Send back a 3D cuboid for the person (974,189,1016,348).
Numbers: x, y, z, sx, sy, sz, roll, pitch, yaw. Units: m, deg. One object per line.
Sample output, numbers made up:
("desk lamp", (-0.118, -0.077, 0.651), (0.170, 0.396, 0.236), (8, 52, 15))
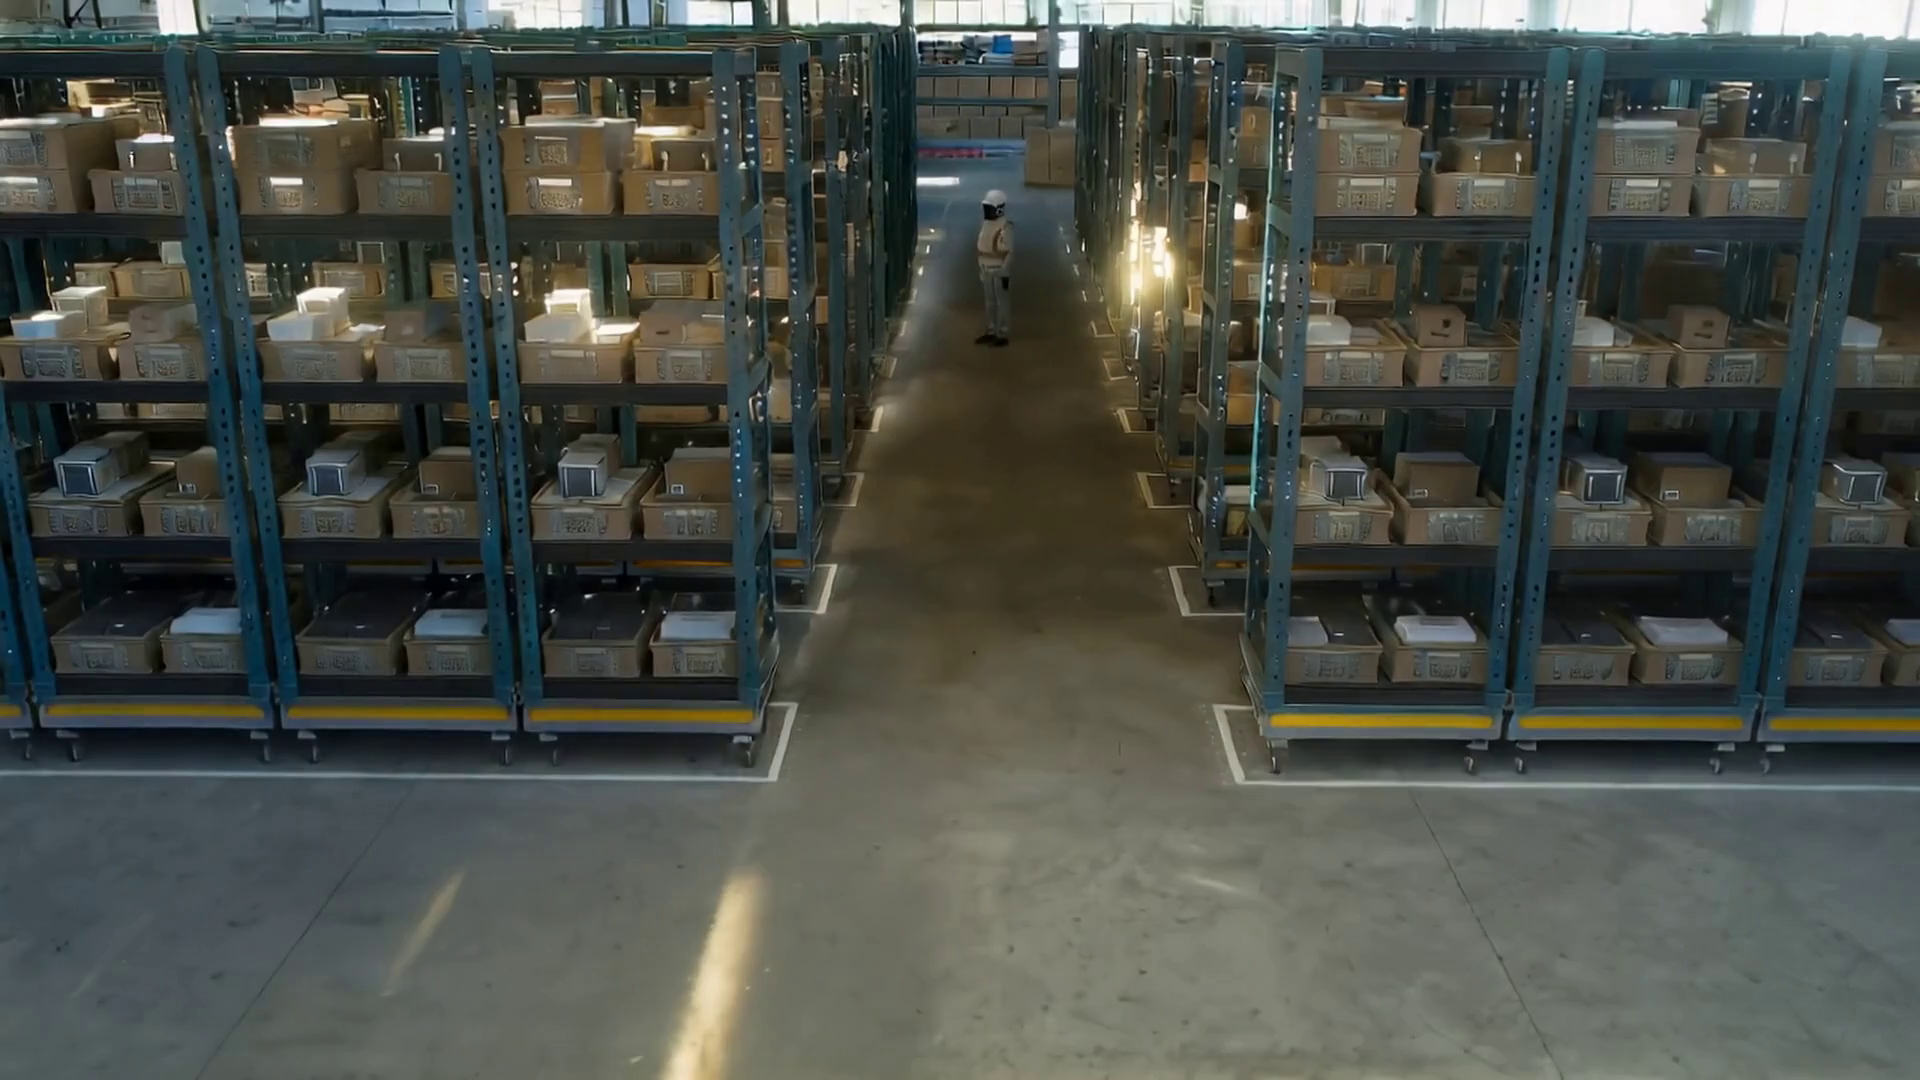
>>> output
("person", (0.406, -3.175, 19.478), (0.403, 1.834, 0.589), (-11, 20, -31))
